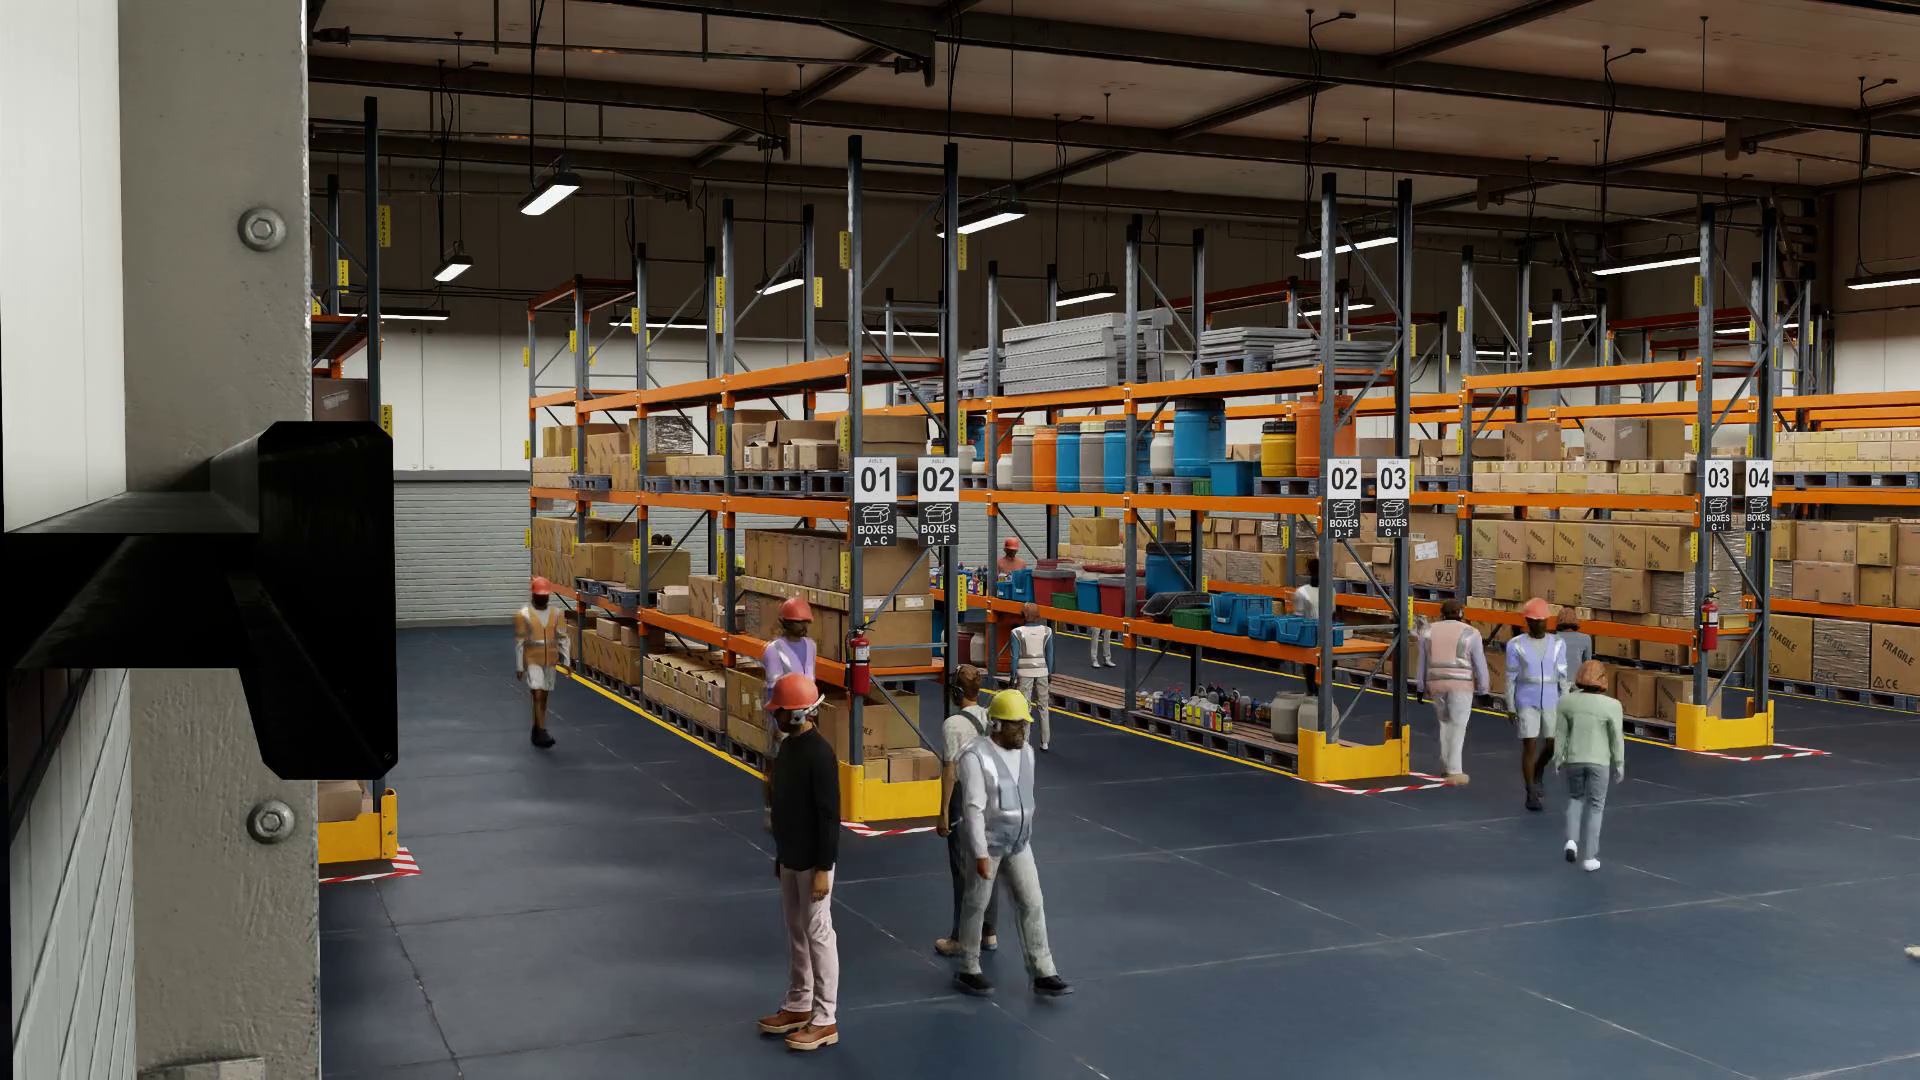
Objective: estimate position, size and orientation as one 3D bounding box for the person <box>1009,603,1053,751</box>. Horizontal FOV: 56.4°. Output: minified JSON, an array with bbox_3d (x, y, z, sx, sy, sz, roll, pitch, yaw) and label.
[{"bbox_3d":[0.780,1.500,19.588,0.514,1.640,0.310,-1,2,-19],"label":"person"}]

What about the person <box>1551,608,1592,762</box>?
[{"bbox_3d":[6.417,1.528,18.918,0.498,1.633,0.287,0,2,-2],"label":"person"}]

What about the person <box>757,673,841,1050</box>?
[{"bbox_3d":[-0.854,1.707,9.648,0.391,1.991,0.613,-1,2,-28],"label":"person"}]

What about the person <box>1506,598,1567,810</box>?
[{"bbox_3d":[5.263,1.480,16.372,0.558,1.925,0.513,0,2,0],"label":"person"}]

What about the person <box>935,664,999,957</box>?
[{"bbox_3d":[0.062,1.714,11.472,0.333,1.841,0.504,2,3,39],"label":"person"}]

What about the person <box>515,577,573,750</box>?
[{"bbox_3d":[-4.596,1.363,19.848,0.570,1.886,0.969,-1,3,-33],"label":"person"}]

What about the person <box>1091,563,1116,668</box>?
[{"bbox_3d":[2.236,1.175,28.065,0.511,1.641,0.308,-1,3,-32],"label":"person"}]

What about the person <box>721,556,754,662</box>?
[{"bbox_3d":[-3.337,1.145,26.949,0.609,1.777,0.936,-1,3,-31],"label":"person"}]

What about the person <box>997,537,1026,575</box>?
[{"bbox_3d":[0.824,0.943,29.562,0.610,1.993,0.380,-1,2,-23],"label":"person"}]

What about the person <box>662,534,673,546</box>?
[{"bbox_3d":[-5.617,0.821,34.433,0.521,1.865,0.328,-1,2,-28],"label":"person"}]

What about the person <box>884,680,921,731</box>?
[{"bbox_3d":[-0.682,1.277,20.831,0.622,1.993,0.381,-1,2,-25],"label":"person"}]

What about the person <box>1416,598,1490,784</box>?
[{"bbox_3d":[4.885,1.488,17.720,0.725,1.804,0.555,2,3,38],"label":"person"}]

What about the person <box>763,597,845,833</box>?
[{"bbox_3d":[-1.315,1.489,14.991,0.878,2.009,0.647,2,3,39],"label":"person"}]

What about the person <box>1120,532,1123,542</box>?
[{"bbox_3d":[3.299,0.743,36.004,0.567,1.900,0.688,-1,2,-23],"label":"person"}]

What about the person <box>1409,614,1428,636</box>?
[{"bbox_3d":[7.325,1.041,28.856,0.609,1.858,0.417,0,2,12],"label":"person"}]

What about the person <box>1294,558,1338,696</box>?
[{"bbox_3d":[4.625,1.208,23.137,0.649,1.951,0.417,-1,2,-20],"label":"person"}]

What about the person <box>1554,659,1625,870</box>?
[{"bbox_3d":[4.858,1.729,13.820,0.523,1.619,0.357,2,3,37],"label":"person"}]

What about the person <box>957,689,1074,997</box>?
[{"bbox_3d":[0.293,1.776,10.401,0.615,1.799,0.830,-2,3,-42],"label":"person"}]

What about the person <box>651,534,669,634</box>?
[{"bbox_3d":[-5.532,0.846,33.045,0.398,1.920,0.590,-2,3,-45],"label":"person"}]

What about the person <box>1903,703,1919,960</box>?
[{"bbox_3d":[6.313,1.807,11.208,0.670,1.669,0.541,1,2,21],"label":"person"}]
